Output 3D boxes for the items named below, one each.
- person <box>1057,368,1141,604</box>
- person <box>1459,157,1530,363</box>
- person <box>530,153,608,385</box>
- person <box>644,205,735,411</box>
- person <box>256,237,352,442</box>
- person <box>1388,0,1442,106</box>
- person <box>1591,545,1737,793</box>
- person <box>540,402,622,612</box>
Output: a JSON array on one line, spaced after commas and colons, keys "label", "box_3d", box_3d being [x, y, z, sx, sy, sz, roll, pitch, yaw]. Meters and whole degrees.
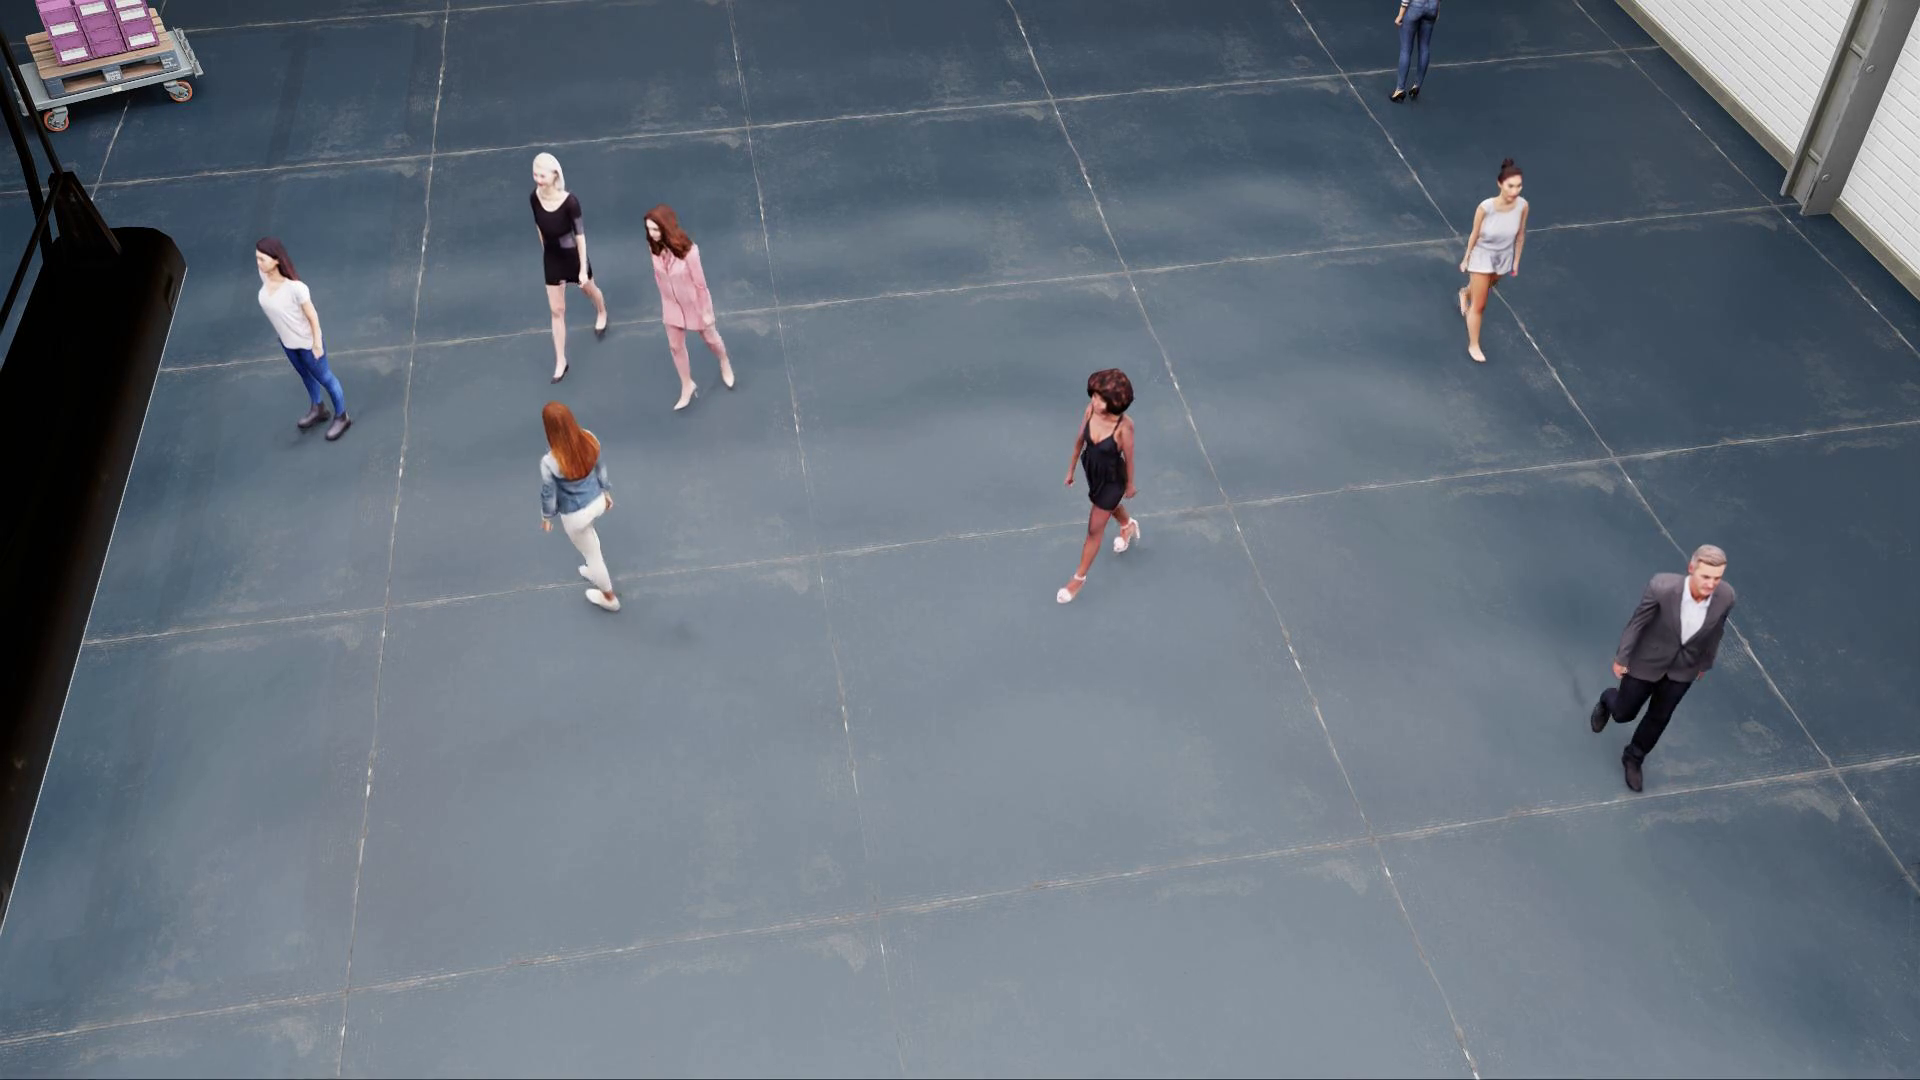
[{"label": "person", "box_3d": [1.015, -0.440, 11.016, 1.041, 1.739, 1.112, -33, 53, -30]}, {"label": "person", "box_3d": [4.134, -2.258, 13.039, 0.593, 1.581, 1.008, -6, 44, -6]}, {"label": "person", "box_3d": [-2.975, -2.177, 12.808, 0.908, 1.782, 1.236, 9, 44, 10]}, {"label": "person", "box_3d": [-1.995, -1.798, 12.428, 0.862, 1.759, 0.970, 13, 45, 13]}, {"label": "person", "box_3d": [-4.803, -1.471, 12.138, 0.679, 1.685, 0.725, 23, 48, 22]}, {"label": "person", "box_3d": [4.356, -4.990, 15.751, 0.598, 1.796, 0.506, -10, 44, -10]}, {"label": "person", "box_3d": [4.117, 0.665, 9.793, 0.851, 1.827, 0.949, 3, 44, 3]}, {"label": "person", "box_3d": [-2.382, -0.164, 10.763, 0.871, 1.689, 0.811, 26, 49, 24]}]
